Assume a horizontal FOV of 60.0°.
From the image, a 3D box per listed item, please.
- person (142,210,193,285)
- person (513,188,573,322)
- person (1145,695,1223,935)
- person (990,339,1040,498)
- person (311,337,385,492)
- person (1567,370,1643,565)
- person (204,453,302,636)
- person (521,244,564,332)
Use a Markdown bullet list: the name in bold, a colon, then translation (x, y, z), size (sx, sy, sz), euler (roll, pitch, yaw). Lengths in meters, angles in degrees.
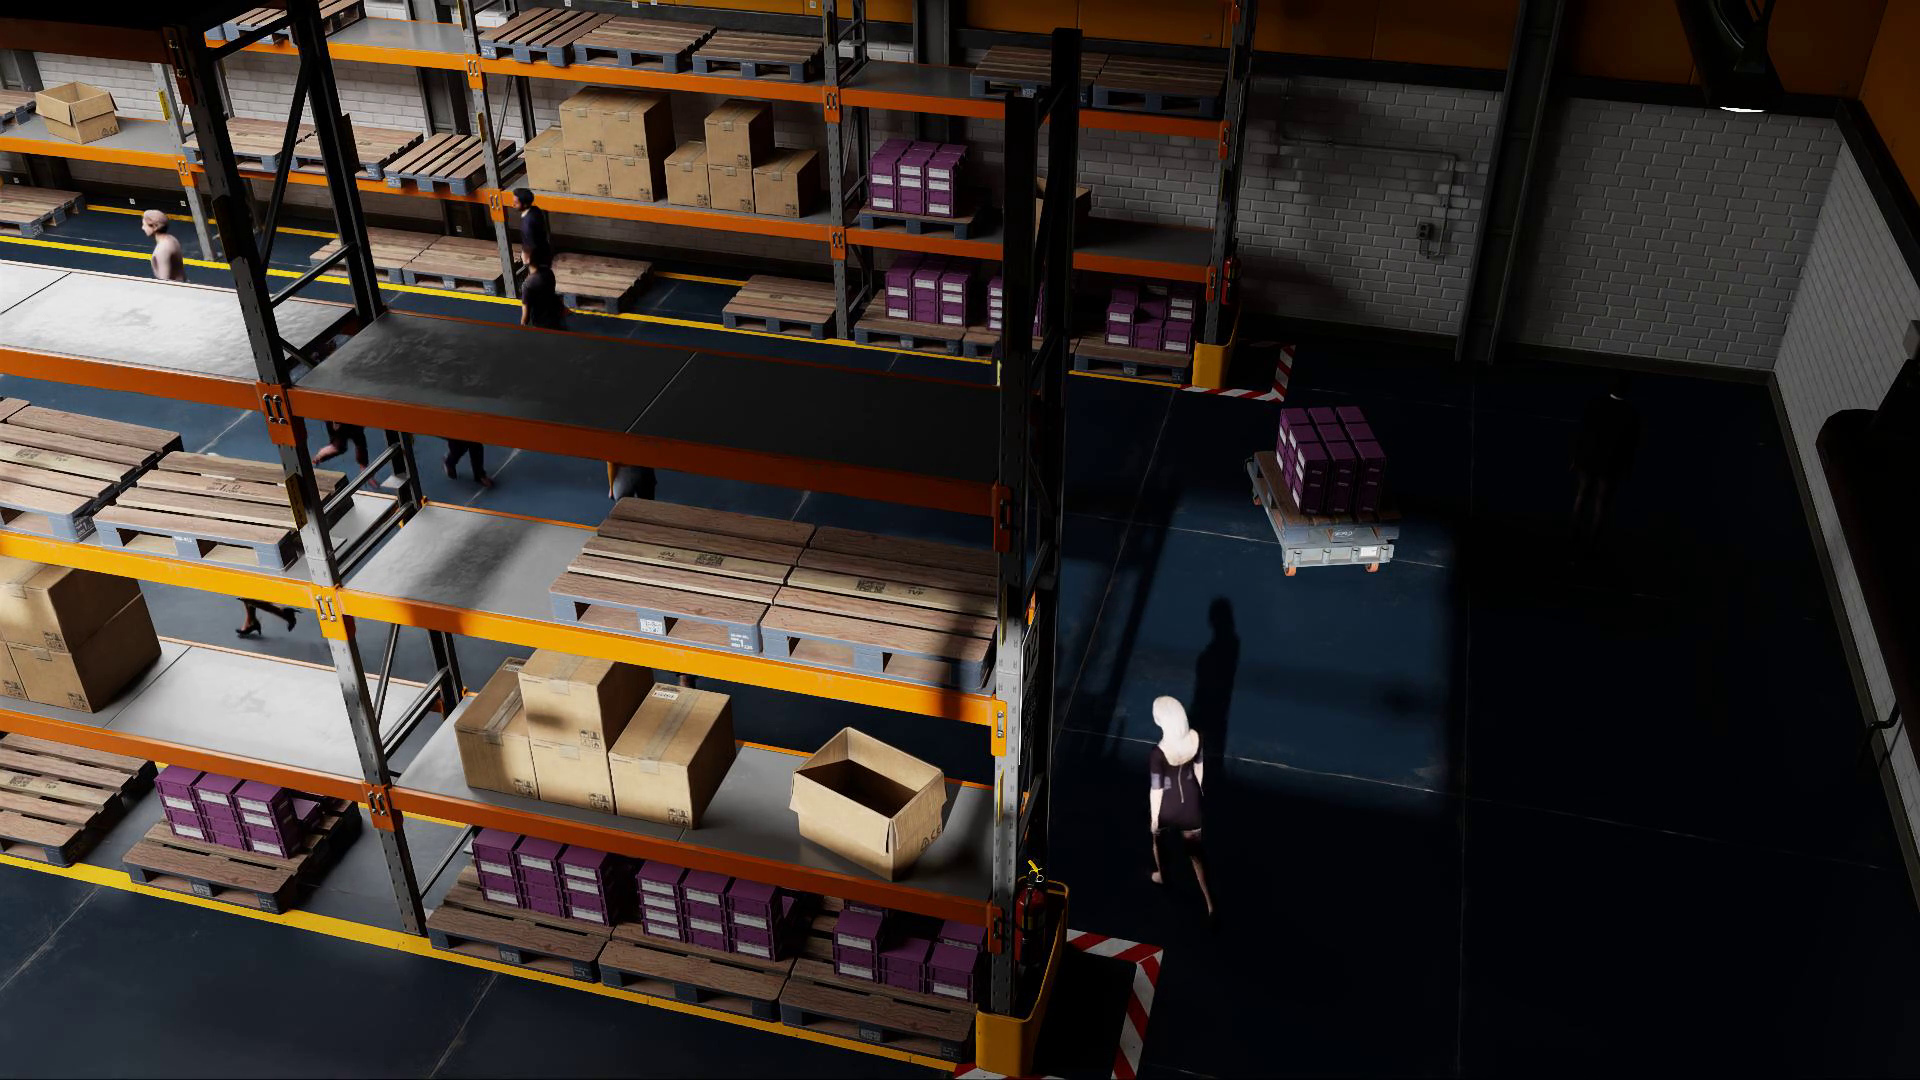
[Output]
- **person**: translation (-7.857, -2.462, 16.956), size (1.297, 1.847, 1.122), euler (-12, 35, -17)
- **person**: translation (-4.443, -2.985, 17.871), size (0.799, 1.706, 0.769), euler (0, 34, 0)
- **person**: translation (1.434, 1.771, 10.635), size (1.090, 1.794, 1.126), euler (-13, 36, -19)
- **person**: translation (0.381, -1.193, 15.044), size (0.980, 1.850, 0.946), euler (-10, 35, -15)
- **person**: translation (-5.732, -1.154, 15.139), size (1.034, 1.680, 0.751), euler (0, 34, 0)
- **person**: translation (5.495, -0.636, 14.249), size (0.809, 1.803, 0.870), euler (25, 41, 33)
- **person**: translation (-5.681, 0.080, 13.234), size (0.907, 1.734, 0.668), euler (3, 34, 4)
- **person**: translation (-4.037, -2.076, 16.499), size (1.141, 1.711, 0.694), euler (7, 34, 10)
